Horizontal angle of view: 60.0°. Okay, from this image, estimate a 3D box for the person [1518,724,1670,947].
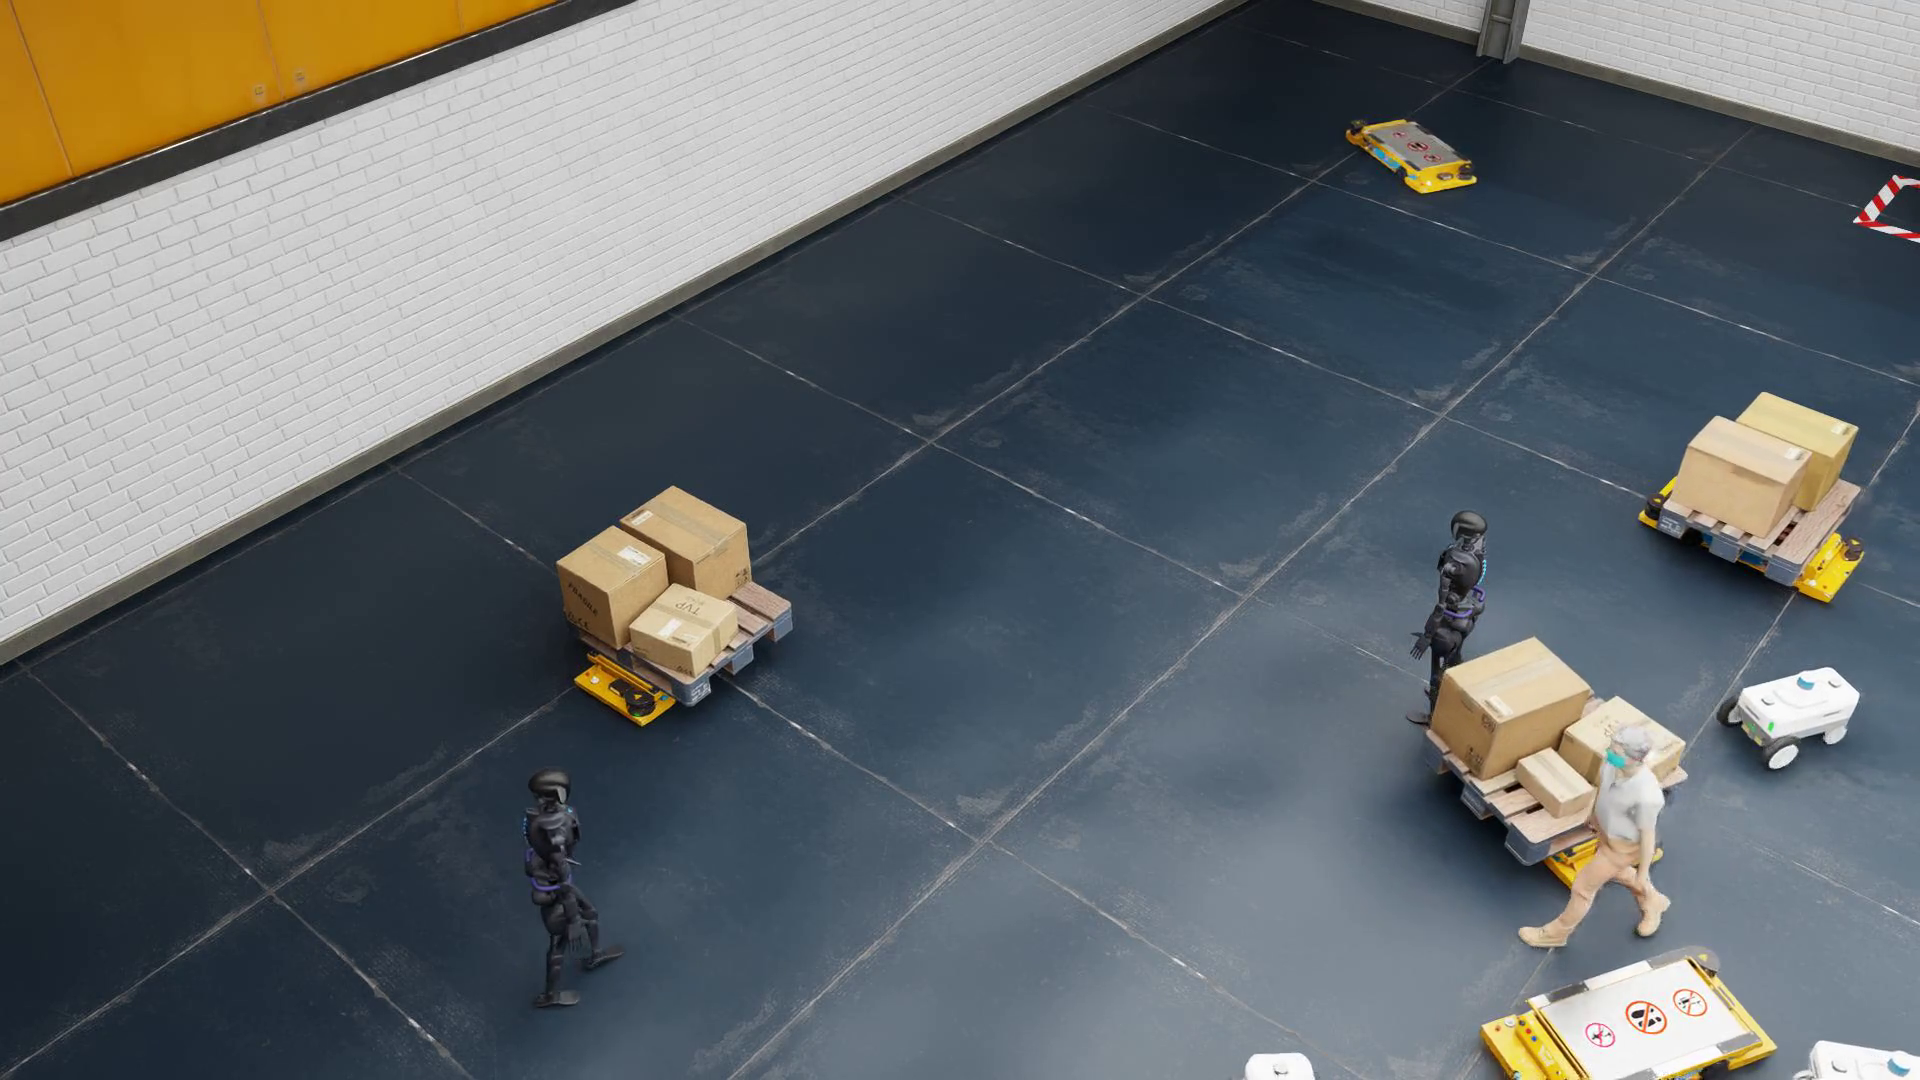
[{"bbox_3d":[3.676,1.630,9.134,0.830,1.700,0.511,-2,39,-2],"label":"person"}]

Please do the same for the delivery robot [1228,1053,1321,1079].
[{"bbox_3d":[1.639,2.963,8.382,0.499,0.597,0.779,-1,39,-1],"label":"delivery robot"}]

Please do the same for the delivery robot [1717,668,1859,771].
[{"bbox_3d":[5.348,1.101,10.698,0.801,0.602,0.499,-12,40,-14],"label":"delivery robot"}]

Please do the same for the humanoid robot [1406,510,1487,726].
[{"bbox_3d":[3.107,0.494,10.542,0.315,1.655,0.599,28,46,30],"label":"humanoid robot"}]

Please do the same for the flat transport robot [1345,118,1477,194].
[{"bbox_3d":[4.676,-4.021,17.277,0.659,0.231,1.431,-14,41,-17],"label":"flat transport robot"}]

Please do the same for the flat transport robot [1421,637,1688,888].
[{"bbox_3d":[3.623,1.549,10.363,0.659,0.231,1.431,-17,42,-20],"label":"flat transport robot"}]

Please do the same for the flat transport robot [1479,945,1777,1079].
[{"bbox_3d":[3.611,2.672,8.970,1.431,0.231,0.659,-13,41,-15],"label":"flat transport robot"}]

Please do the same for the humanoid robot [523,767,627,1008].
[{"bbox_3d":[-2.129,1.848,8.874,0.562,1.635,0.607,-14,41,-17],"label":"humanoid robot"}]

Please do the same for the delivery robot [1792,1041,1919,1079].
[{"bbox_3d":[4.759,2.849,8.535,0.805,0.612,0.499,8,39,9],"label":"delivery robot"}]

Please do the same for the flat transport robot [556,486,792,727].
[{"bbox_3d":[-1.896,0.693,11.426,0.659,0.231,1.431,26,46,29],"label":"flat transport robot"}]

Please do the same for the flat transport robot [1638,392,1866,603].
[{"bbox_3d":[5.876,-0.059,12.360,1.431,0.231,0.659,30,47,31],"label":"flat transport robot"}]
